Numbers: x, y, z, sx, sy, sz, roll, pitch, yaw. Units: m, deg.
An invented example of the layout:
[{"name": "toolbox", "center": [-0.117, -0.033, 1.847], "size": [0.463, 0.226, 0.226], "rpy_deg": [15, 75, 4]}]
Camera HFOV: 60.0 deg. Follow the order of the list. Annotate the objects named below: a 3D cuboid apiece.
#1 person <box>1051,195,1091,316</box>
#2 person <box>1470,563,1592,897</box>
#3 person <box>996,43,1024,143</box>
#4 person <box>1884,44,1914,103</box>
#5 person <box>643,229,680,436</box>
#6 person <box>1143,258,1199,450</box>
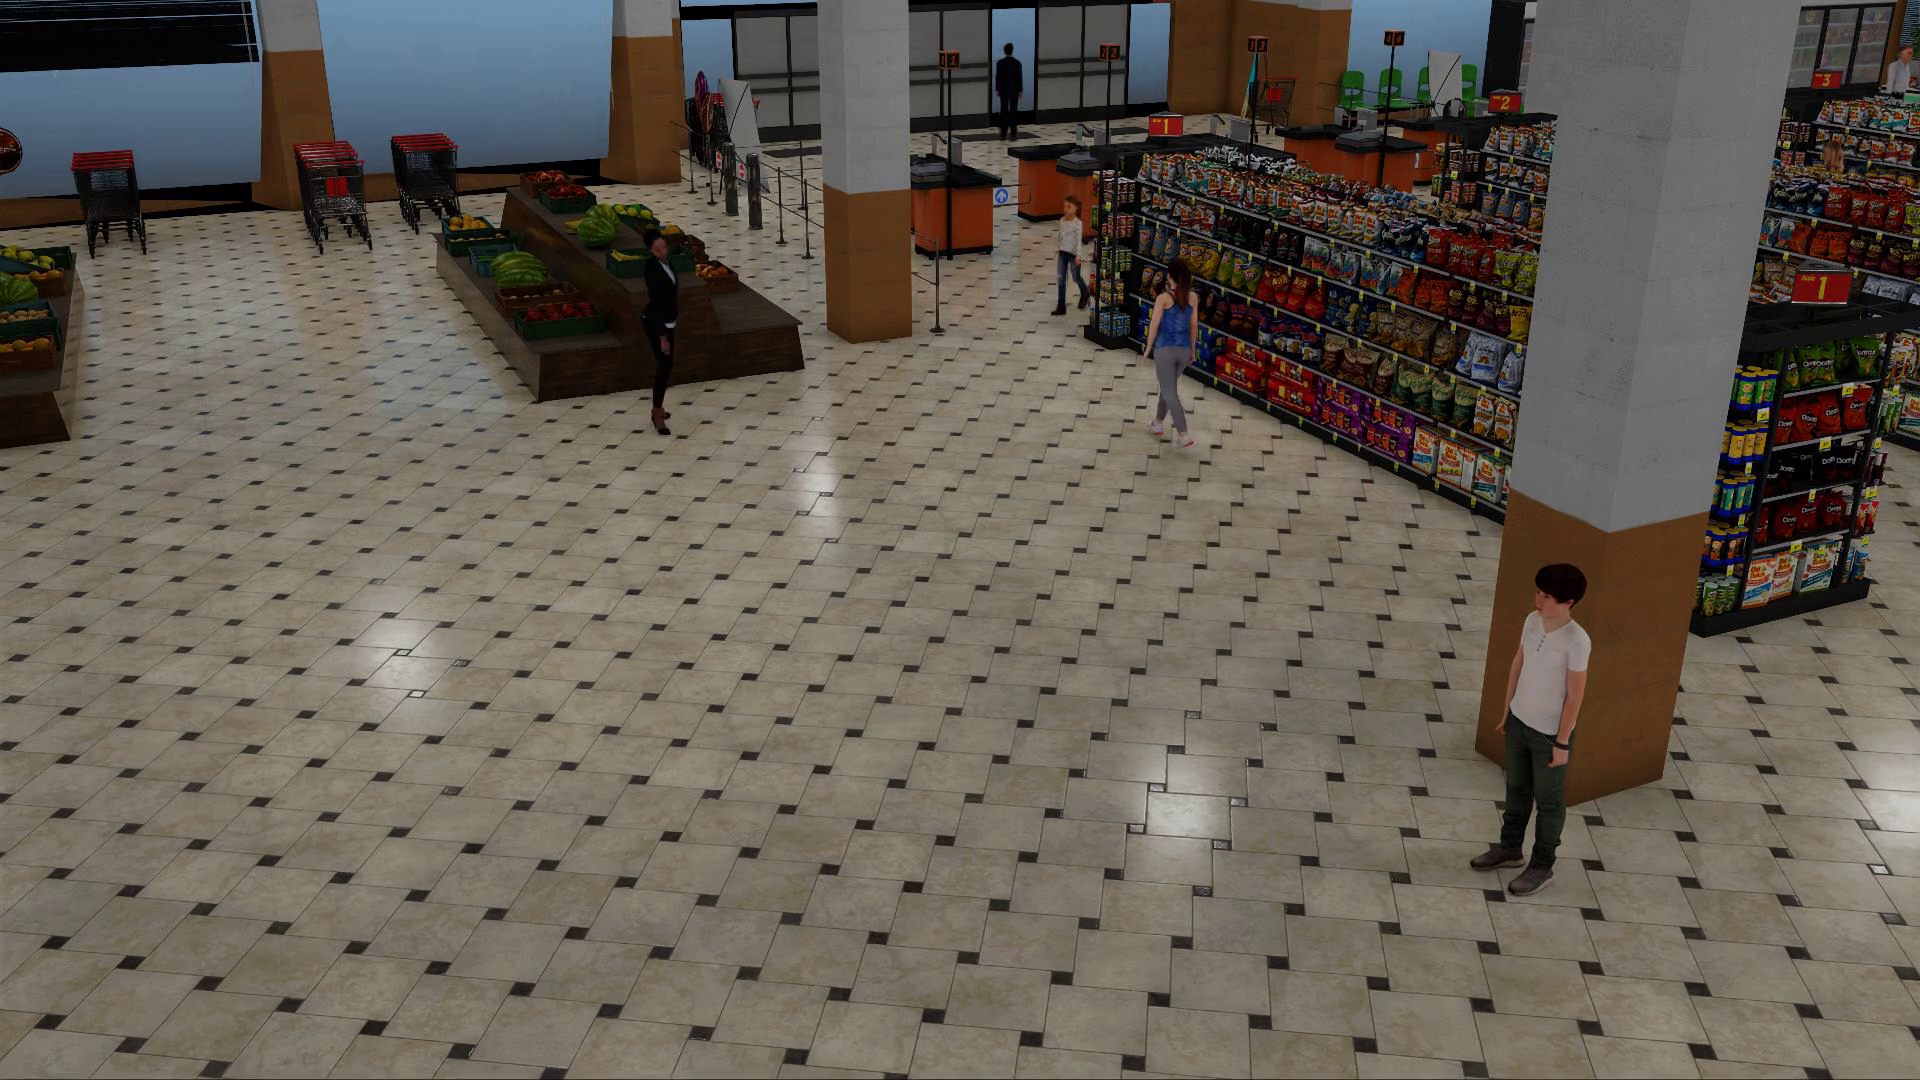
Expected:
[{"name": "person", "center": [1.256, -3.126, 18.286], "size": [0.905, 1.290, 0.790], "rpy_deg": [17, 27, 36]}, {"name": "person", "center": [2.743, 0.875, 7.840], "size": [0.619, 1.655, 0.458], "rpy_deg": [-10, 24, -24]}, {"name": "person", "center": [0.886, -8.103, 30.089], "size": [0.712, 1.726, 0.732], "rpy_deg": [4, 22, 11]}, {"name": "person", "center": [16.317, -7.739, 29.060], "size": [0.660, 1.818, 0.582], "rpy_deg": [-12, 25, -28]}, {"name": "person", "center": [-2.591, -1.783, 14.258], "size": [0.916, 1.802, 0.771], "rpy_deg": [-2, 22, -5]}, {"name": "person", "center": [1.805, -1.524, 13.918], "size": [0.572, 1.575, 1.035], "rpy_deg": [-10, 24, -22]}]
